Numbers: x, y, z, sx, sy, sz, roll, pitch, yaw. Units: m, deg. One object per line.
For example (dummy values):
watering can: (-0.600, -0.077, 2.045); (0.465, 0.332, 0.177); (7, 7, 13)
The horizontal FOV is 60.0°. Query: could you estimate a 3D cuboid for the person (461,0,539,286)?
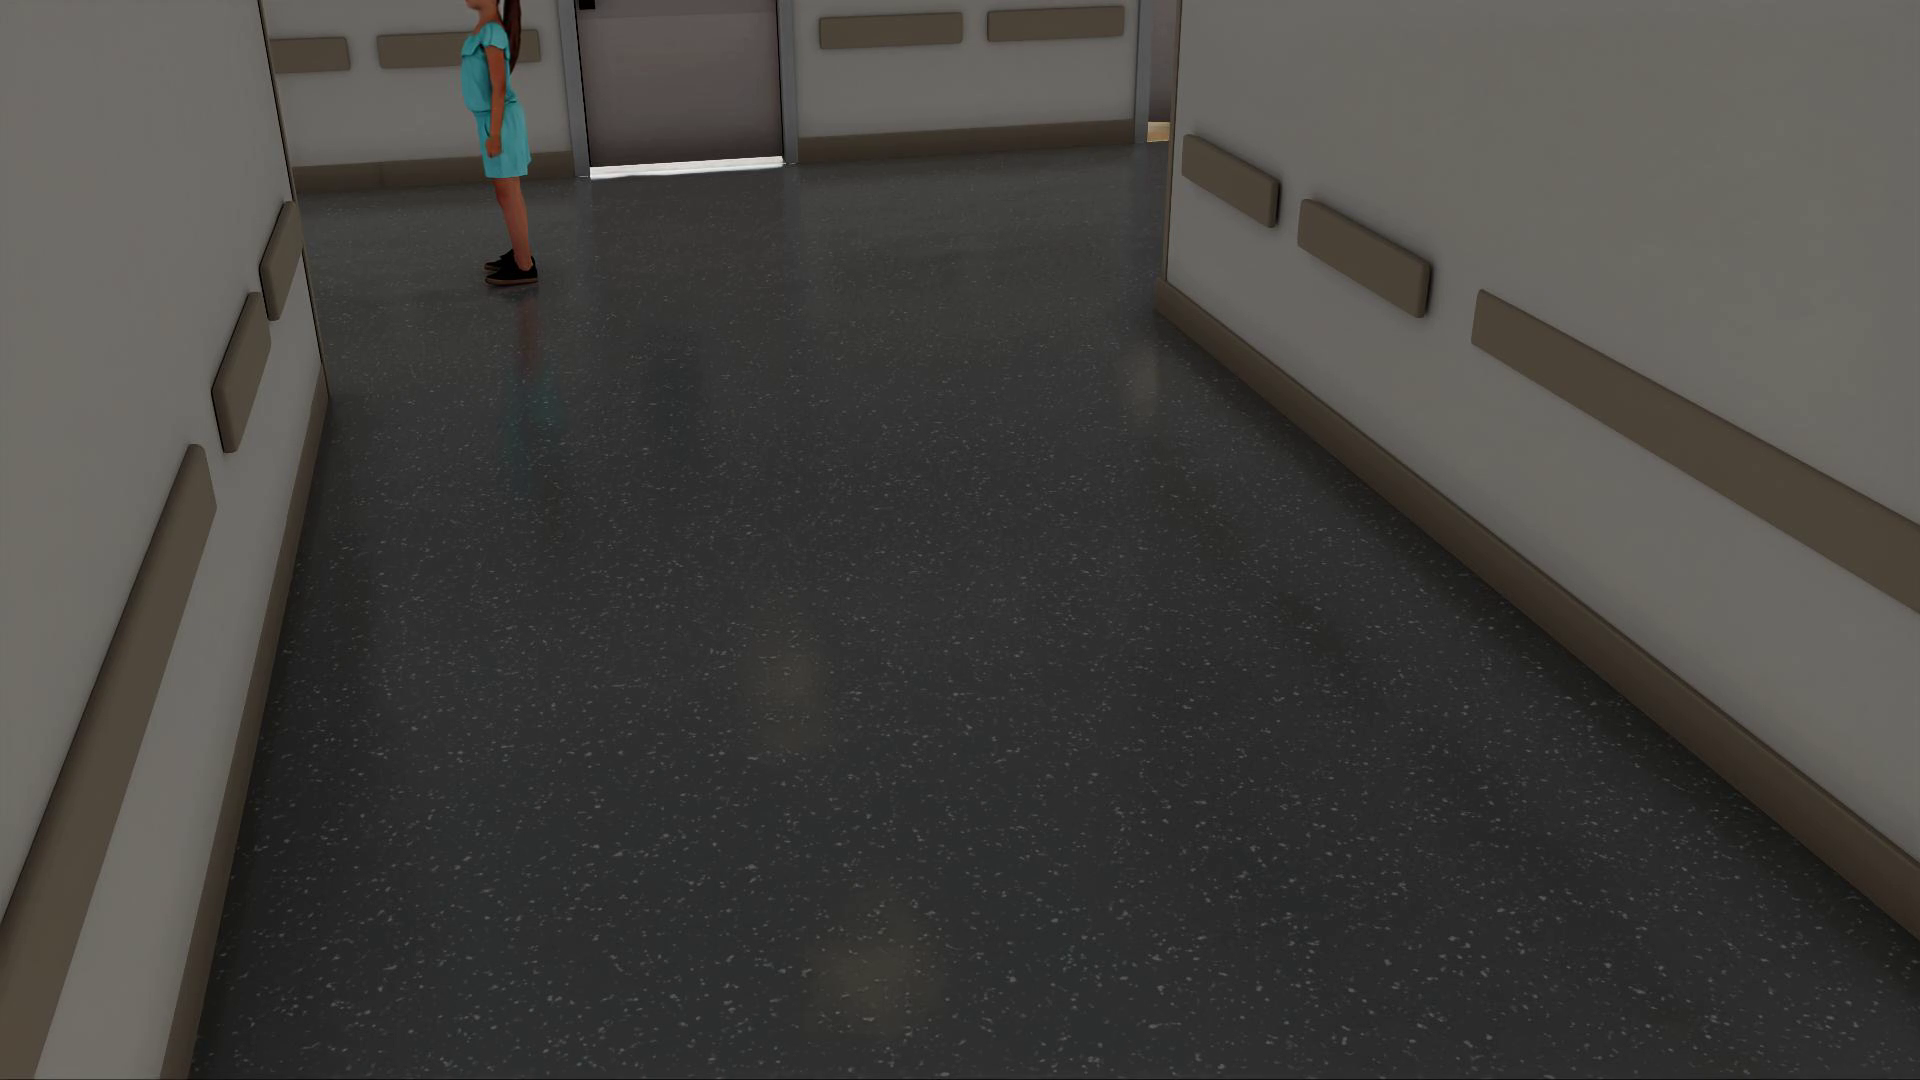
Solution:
person: (-2.259, -2.044, 8.160); (0.546, 1.558, 0.545); (-6, 26, -11)
